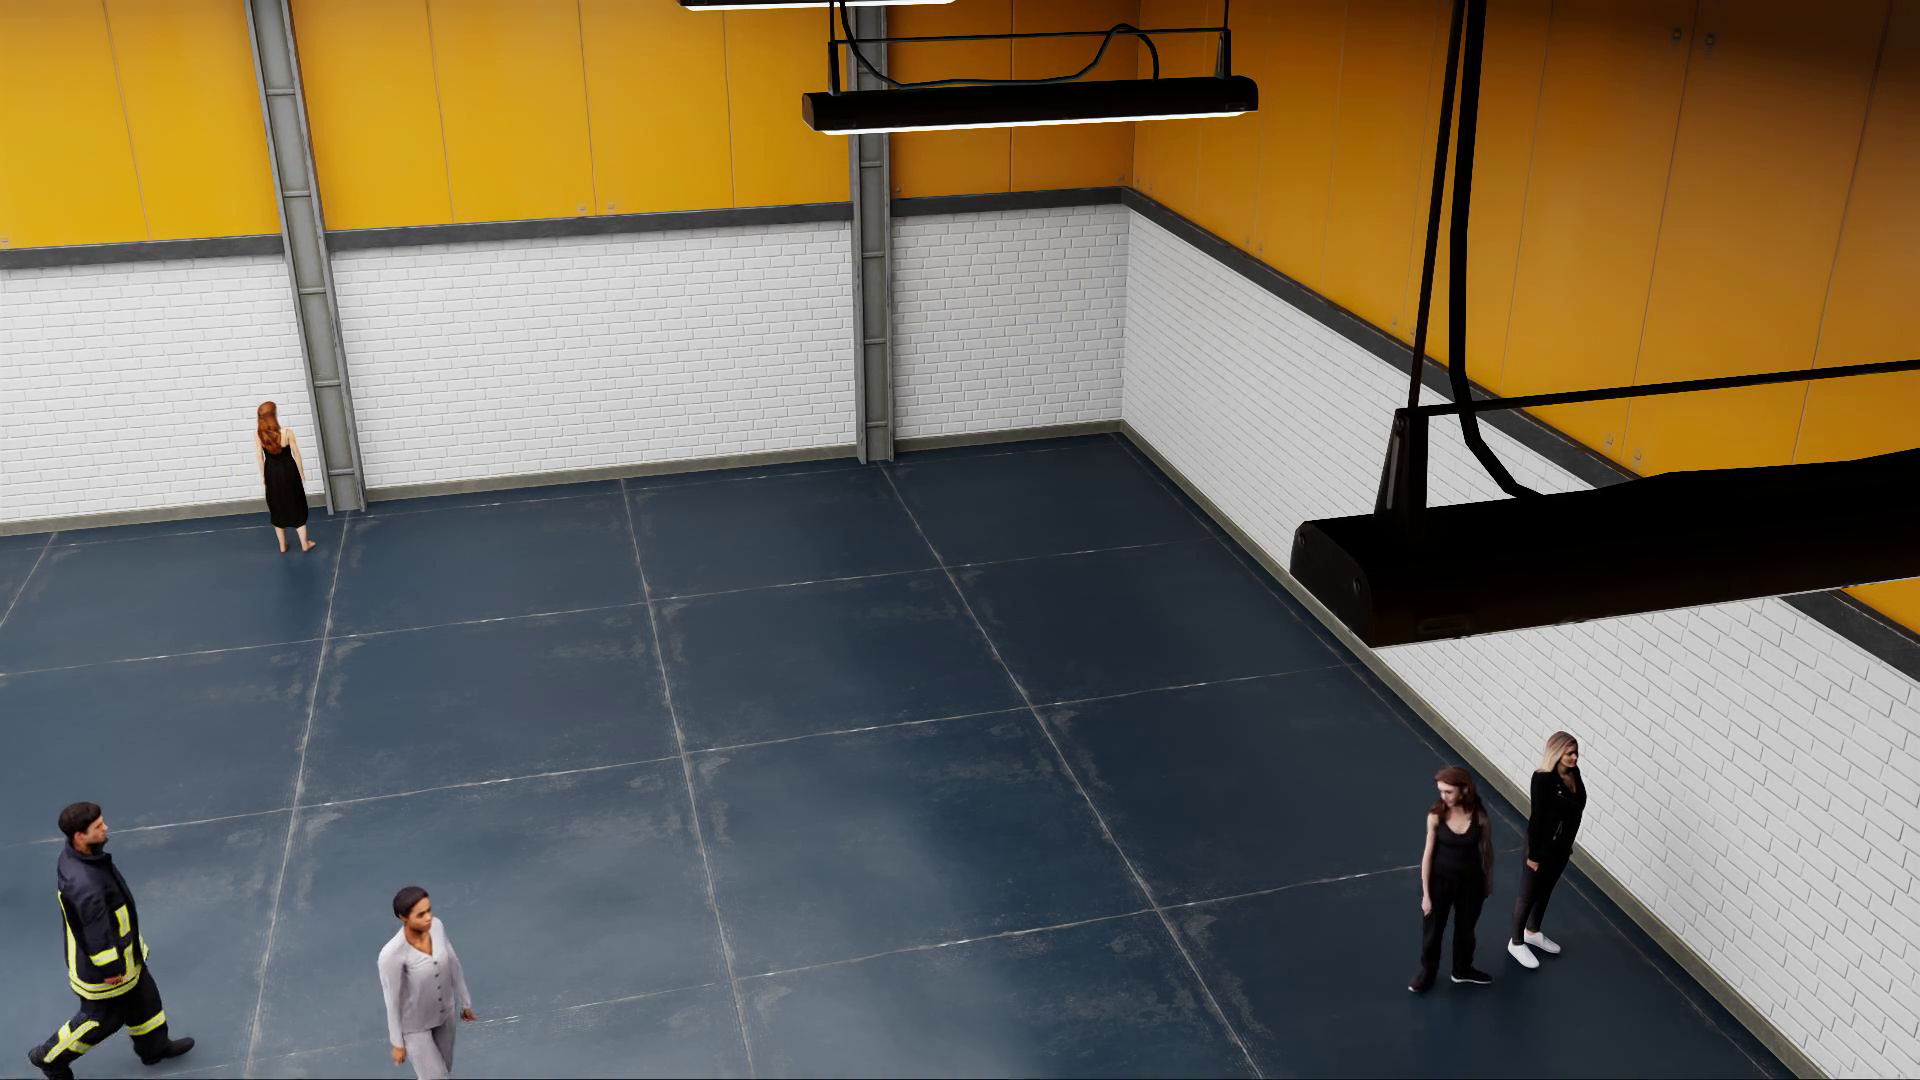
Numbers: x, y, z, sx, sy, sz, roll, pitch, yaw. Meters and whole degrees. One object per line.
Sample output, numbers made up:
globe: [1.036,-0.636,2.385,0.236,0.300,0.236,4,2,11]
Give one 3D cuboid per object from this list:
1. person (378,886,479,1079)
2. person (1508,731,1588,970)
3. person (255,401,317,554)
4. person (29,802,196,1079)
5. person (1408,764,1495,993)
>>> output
person: [-3.083,2.679,9.388,0.828,1.725,0.780,11,26,24]
person: [3.864,2.009,10.969,0.601,1.687,0.738,-17,29,-34]
person: [-6.994,-0.651,17.132,0.529,1.625,0.659,-3,24,-8]
person: [-5.146,2.403,9.800,1.149,1.902,0.882,-10,26,-22]
person: [3.202,2.149,10.600,0.605,1.726,0.860,-4,24,-9]
